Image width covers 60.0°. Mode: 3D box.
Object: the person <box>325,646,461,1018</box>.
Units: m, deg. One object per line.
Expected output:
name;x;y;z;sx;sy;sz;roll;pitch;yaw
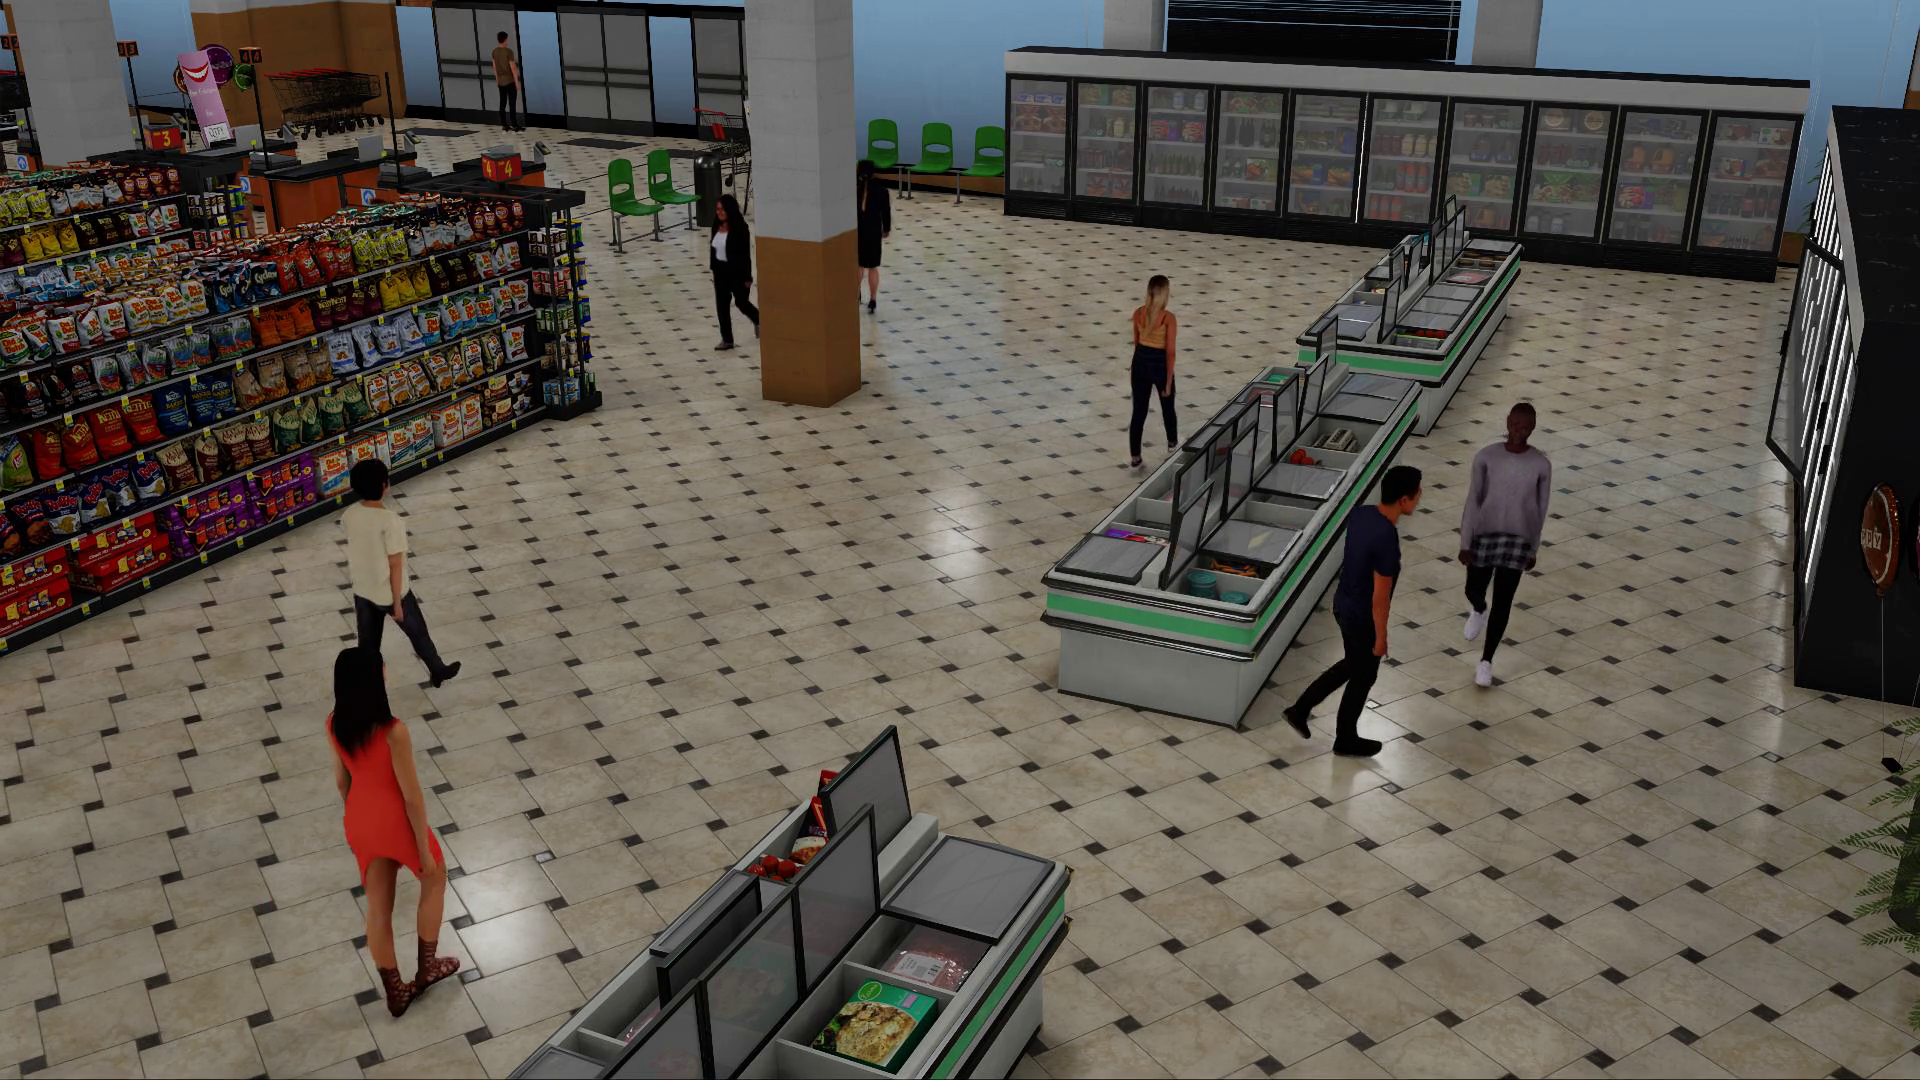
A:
person;-2.453;1.270;6.971;0.665;1.709;0.667;6;23;15

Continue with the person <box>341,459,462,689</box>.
person;-3.340;0.350;9.472;0.643;1.551;0.997;8;23;20

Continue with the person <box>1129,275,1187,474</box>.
person;1.528;-1.322;13.584;0.659;1.589;1.084;12;25;28

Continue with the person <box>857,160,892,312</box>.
person;-1.030;-3.370;18.609;1.010;1.643;1.124;-4;22;-10

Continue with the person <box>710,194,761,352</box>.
person;-2.297;-2.757;17.145;0.646;1.597;0.947;11;24;25

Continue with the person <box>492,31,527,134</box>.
person;-8.628;-8.708;31.615;0.651;1.850;0.543;10;24;24

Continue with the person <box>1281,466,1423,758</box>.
person;2.096;0.420;9.024;0.977;1.755;0.938;-5;22;-11

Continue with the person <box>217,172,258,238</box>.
person;-7.978;-3.303;18.418;0.828;1.660;0.736;10;24;24

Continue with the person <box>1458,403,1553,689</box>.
person;3.287;-0.024;10.131;0.707;1.755;1.071;7;23;17
